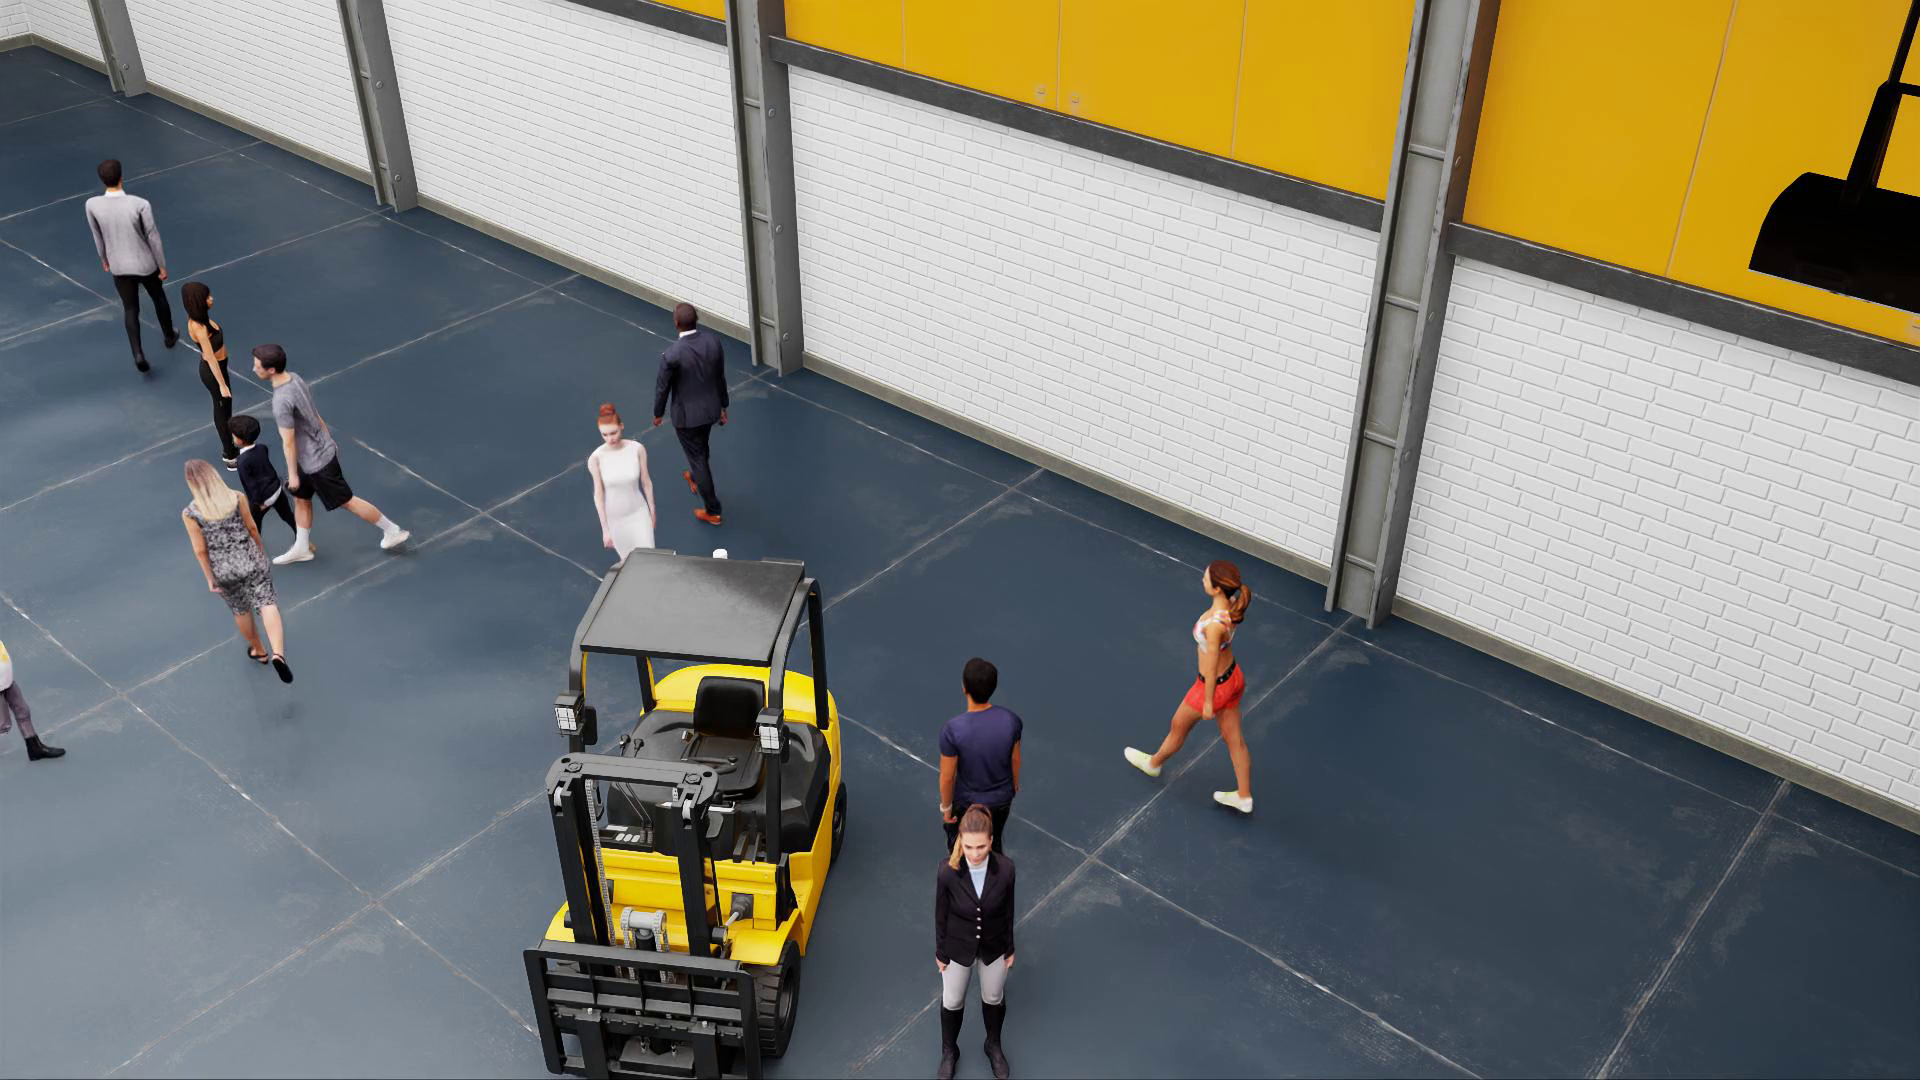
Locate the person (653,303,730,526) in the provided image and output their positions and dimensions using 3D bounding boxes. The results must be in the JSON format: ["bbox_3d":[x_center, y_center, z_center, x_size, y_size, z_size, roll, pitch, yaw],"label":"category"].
[{"bbox_3d":[-1.974,-0.926,12.712,0.776,1.802,1.013,-28,43,-35],"label":"person"}]

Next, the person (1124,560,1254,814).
[{"bbox_3d":[1.615,0.918,9.987,1.137,1.749,0.711,19,38,26],"label":"person"}]

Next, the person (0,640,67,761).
[{"bbox_3d":[-6.114,0.912,10.433,0.852,1.264,0.793,-3,34,-4],"label":"person"}]

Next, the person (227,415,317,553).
[{"bbox_3d":[-5.150,-0.378,12.437,0.916,1.194,0.696,10,35,15],"label":"person"}]

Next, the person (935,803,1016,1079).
[{"bbox_3d":[0.076,2.040,8.316,0.659,1.729,0.717,-3,34,-5],"label":"person"}]

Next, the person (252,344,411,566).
[{"bbox_3d":[-4.627,-0.613,12.232,1.209,1.812,1.257,-6,34,-9],"label":"person"}]

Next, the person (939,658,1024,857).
[{"bbox_3d":[0.147,1.461,9.141,0.752,1.781,0.783,-8,34,-12],"label":"person"}]

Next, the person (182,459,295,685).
[{"bbox_3d":[-4.785,0.253,11.050,0.822,1.678,1.067,-15,36,-21],"label":"person"}]

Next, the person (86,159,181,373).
[{"bbox_3d":[-7.438,-2.438,14.884,1.180,1.916,1.317,-8,34,-11],"label":"person"}]

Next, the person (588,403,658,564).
[{"bbox_3d":[-2.353,-0.195,11.630,0.715,1.782,0.773,-12,35,-17],"label":"person"}]

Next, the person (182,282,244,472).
[{"bbox_3d":[-6.040,-1.339,13.478,0.690,1.643,0.550,-16,37,-22],"label":"person"}]
